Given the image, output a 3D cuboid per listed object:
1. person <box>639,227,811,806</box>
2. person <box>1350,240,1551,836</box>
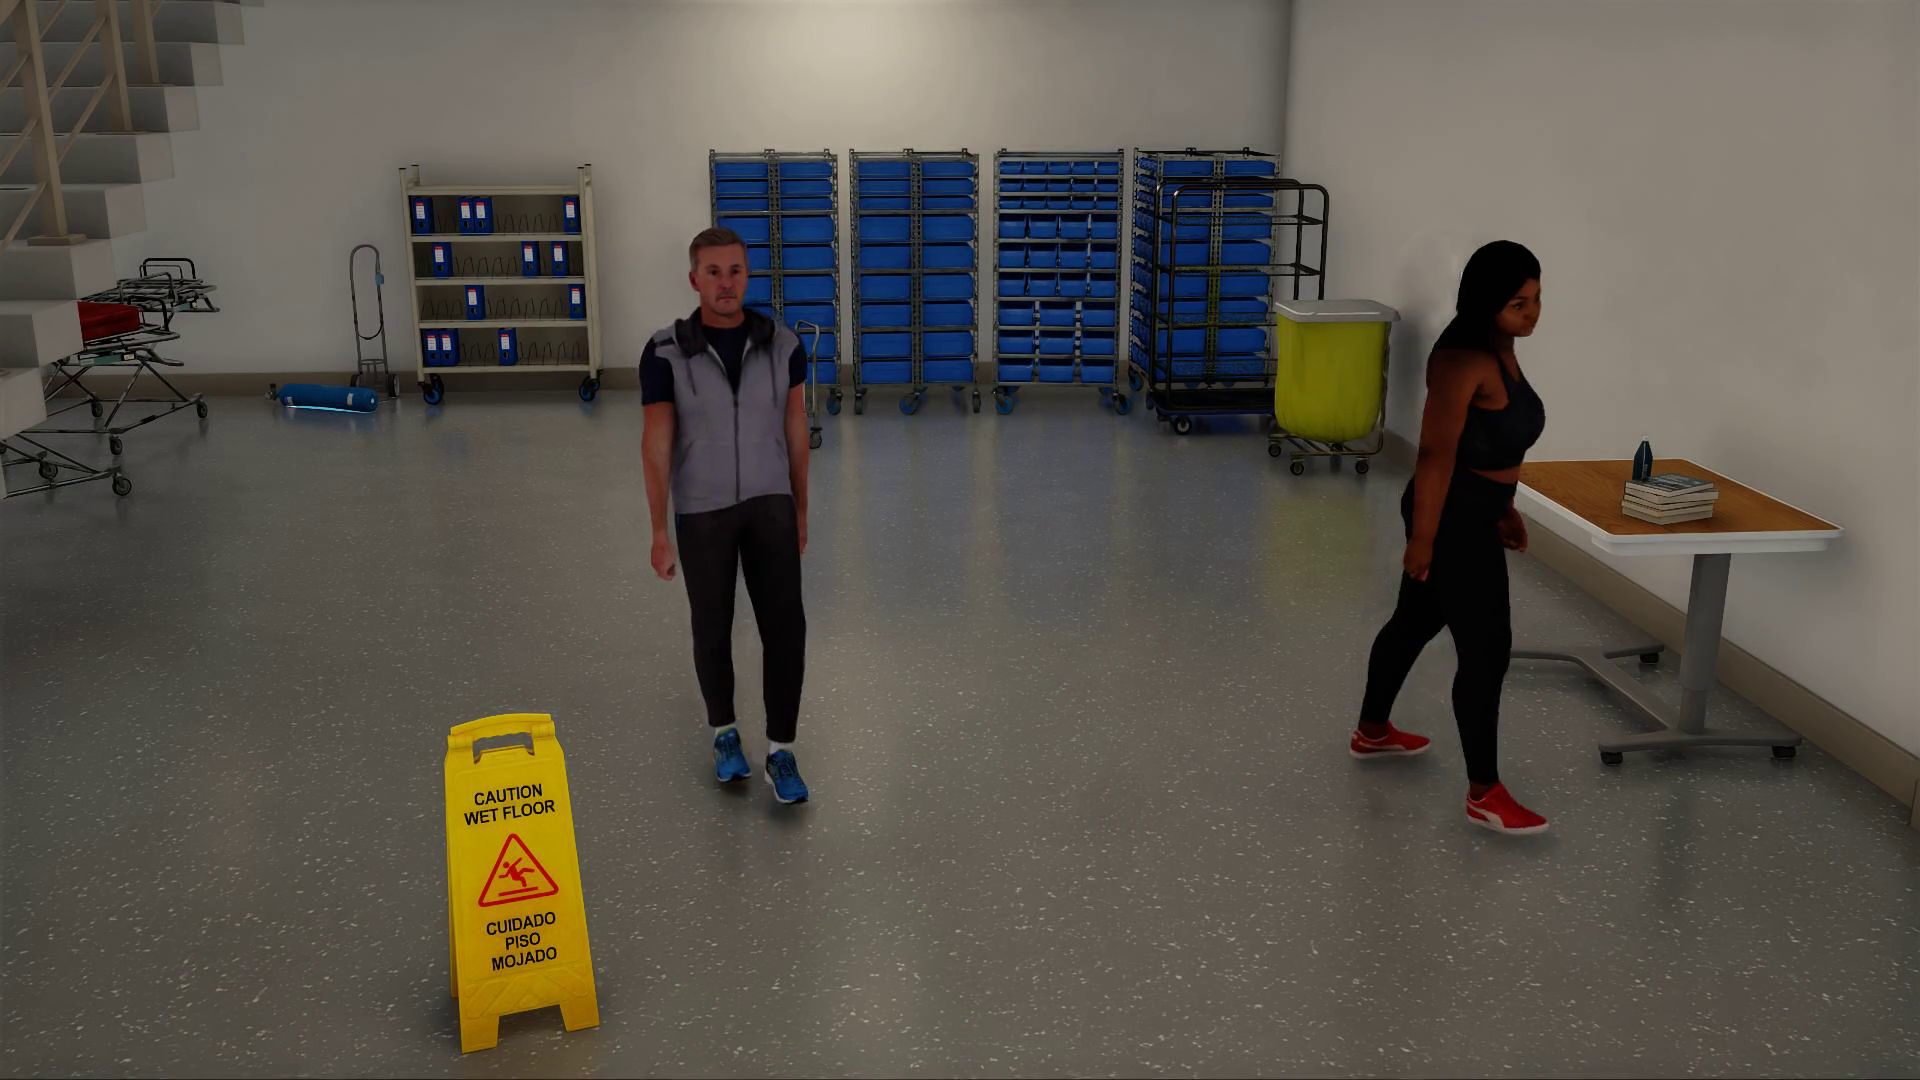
[{"bbox_3d":[-0.752,-0.061,5.330,0.802,1.756,0.882,-5,16,-17],"label":"person"},{"bbox_3d":[1.501,-0.038,5.227,1.140,1.769,1.087,5,16,16],"label":"person"}]
